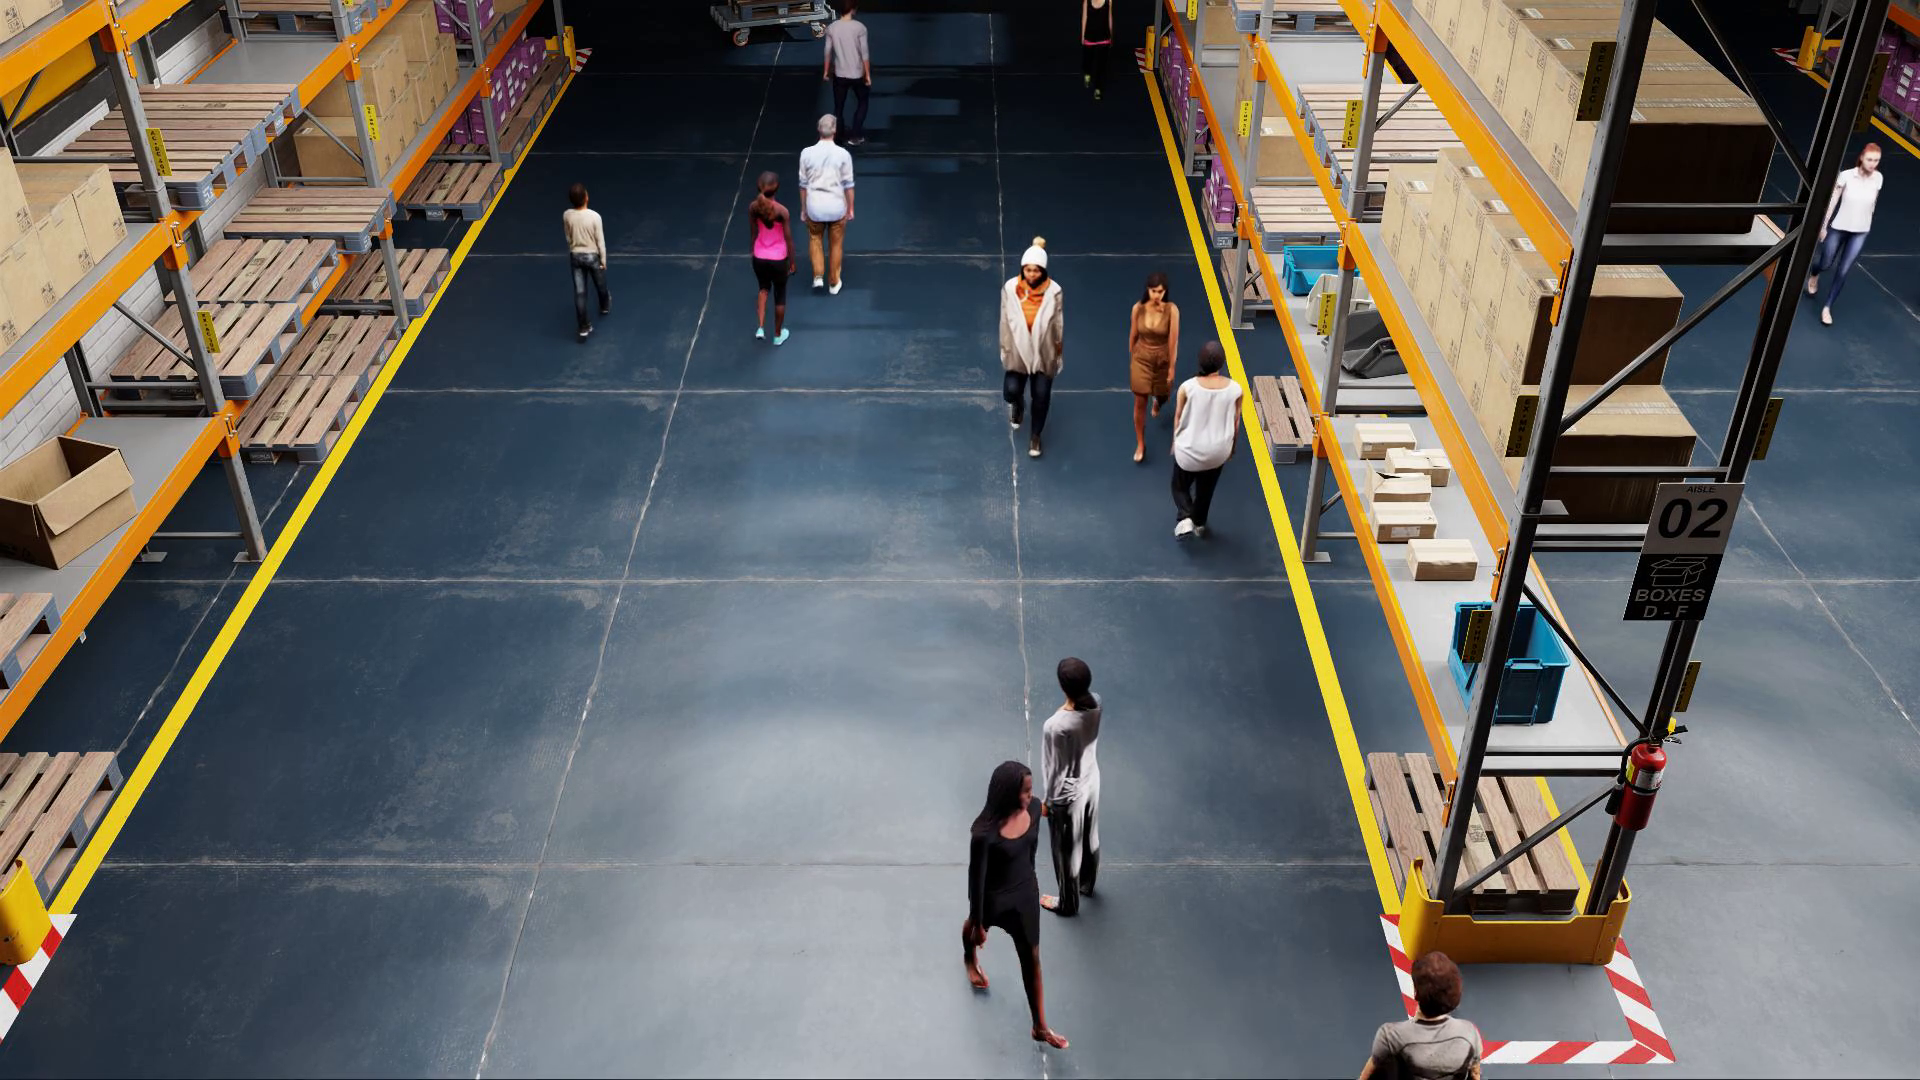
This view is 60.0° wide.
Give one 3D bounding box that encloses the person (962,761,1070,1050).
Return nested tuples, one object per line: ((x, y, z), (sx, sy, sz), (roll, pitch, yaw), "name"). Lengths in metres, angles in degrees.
((0.171, 1.813, 8.809), (1.088, 1.671, 1.250), (-20, 38, -27), "person")

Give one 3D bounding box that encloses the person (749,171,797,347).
((-1.776, -2.549, 15.329), (0.697, 1.718, 0.795), (10, 35, 14), "person")

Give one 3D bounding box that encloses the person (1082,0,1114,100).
((1.775, -6.512, 21.452), (0.557, 1.540, 0.737), (1, 34, 2), "person")

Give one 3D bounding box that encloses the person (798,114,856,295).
((-1.314, -3.235, 16.272), (0.713, 1.817, 0.667), (2, 34, 3), "person")

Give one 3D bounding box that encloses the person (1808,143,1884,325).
((8.496, -2.983, 15.979), (0.720, 1.721, 1.034), (8, 34, 11), "person")

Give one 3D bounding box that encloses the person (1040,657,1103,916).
((0.641, 1.388, 9.357), (0.736, 1.773, 0.653), (23, 40, 31), "person")

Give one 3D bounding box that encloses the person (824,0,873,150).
((-1.315, -5.470, 19.623), (0.816, 1.829, 0.689), (2, 34, 3), "person")

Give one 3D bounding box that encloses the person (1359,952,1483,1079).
((2.046, 2.664, 7.353), (0.717, 1.866, 0.648), (-2, 34, -3), "person")

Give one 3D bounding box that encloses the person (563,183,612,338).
((-3.556, -2.613, 15.688), (0.542, 1.427, 1.009), (0, 34, 0), "person")

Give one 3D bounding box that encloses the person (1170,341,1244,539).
((1.831, -0.711, 12.597), (0.650, 1.681, 0.690), (-1, 34, -1), "person")

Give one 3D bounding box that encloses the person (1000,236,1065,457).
((0.612, -1.636, 13.810), (0.732, 1.878, 0.855), (3, 34, 4), "person")

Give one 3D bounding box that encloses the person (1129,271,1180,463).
((1.617, -1.481, 13.775), (0.720, 1.660, 1.009), (10, 35, 14), "person")
